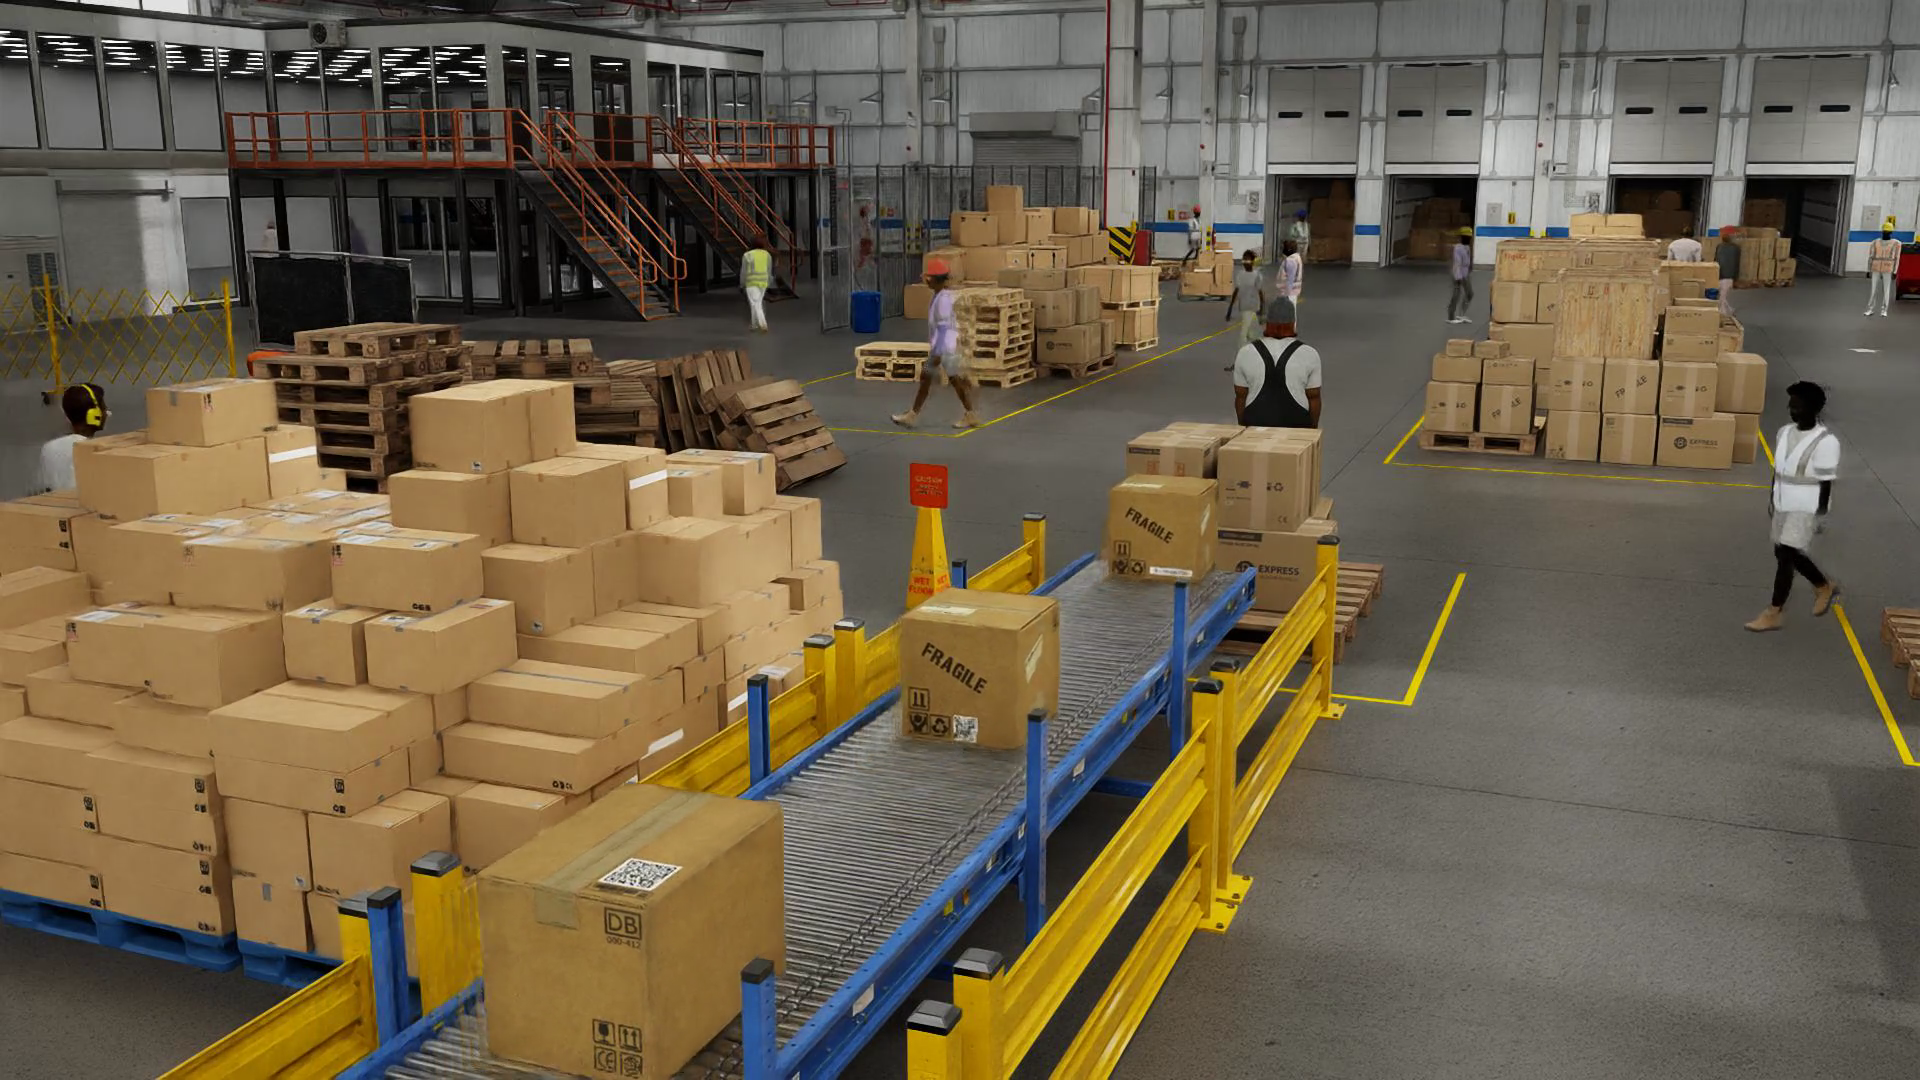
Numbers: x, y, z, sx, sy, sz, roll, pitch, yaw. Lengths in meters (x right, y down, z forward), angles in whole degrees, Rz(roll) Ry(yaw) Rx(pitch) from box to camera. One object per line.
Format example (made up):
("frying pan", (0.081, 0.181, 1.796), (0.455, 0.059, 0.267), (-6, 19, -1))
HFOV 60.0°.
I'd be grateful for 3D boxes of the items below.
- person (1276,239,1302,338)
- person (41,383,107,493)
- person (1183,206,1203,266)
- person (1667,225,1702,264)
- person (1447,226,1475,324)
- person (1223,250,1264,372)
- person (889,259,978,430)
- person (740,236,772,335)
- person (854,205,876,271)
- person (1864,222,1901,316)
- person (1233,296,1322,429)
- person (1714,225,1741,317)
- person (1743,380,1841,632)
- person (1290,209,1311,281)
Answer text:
("person", (5.601, -4.201, 28.380), (0.429, 1.843, 0.633), (4, 13, 18))
("person", (-4.817, 0.040, 9.347), (0.548, 1.843, 0.710), (5, 13, 20))
("person", (7.183, -9.273, 50.962), (0.544, 1.921, 0.572), (-9, 16, -36))
("person", (14.143, -5.178, 32.542), (0.629, 1.940, 0.376), (10, 16, 39))
("person", (9.923, -5.208, 32.746), (0.607, 1.905, 0.632), (10, 16, 37))
("person", (4.337, -3.460, 25.110), (0.976, 1.827, 0.513), (-9, 15, -34))
("person", (-0.266, -2.257, 19.323), (1.075, 1.986, 0.627), (-3, 13, -12))
("person", (-3.755, -4.710, 30.765), (0.632, 1.808, 0.847), (-10, 16, -38))
("person", (-2.800, -9.069, 49.938), (0.858, 1.970, 0.626), (-5, 13, -21))
("person", (19.158, -5.619, 34.539), (0.588, 1.930, 0.364), (11, 16, 40))
("person", (2.517, -0.909, 13.161), (0.682, 2.000, 0.537), (4, 13, 19))
("person", (14.625, -5.013, 31.713), (0.606, 1.979, 0.639), (-4, 13, -16))
("person", (5.574, -0.231, 10.979), (0.750, 1.664, 0.538), (-2, 13, -11))
("person", (9.291, -8.056, 45.459), (0.610, 1.935, 0.510), (-5, 13, -20))
